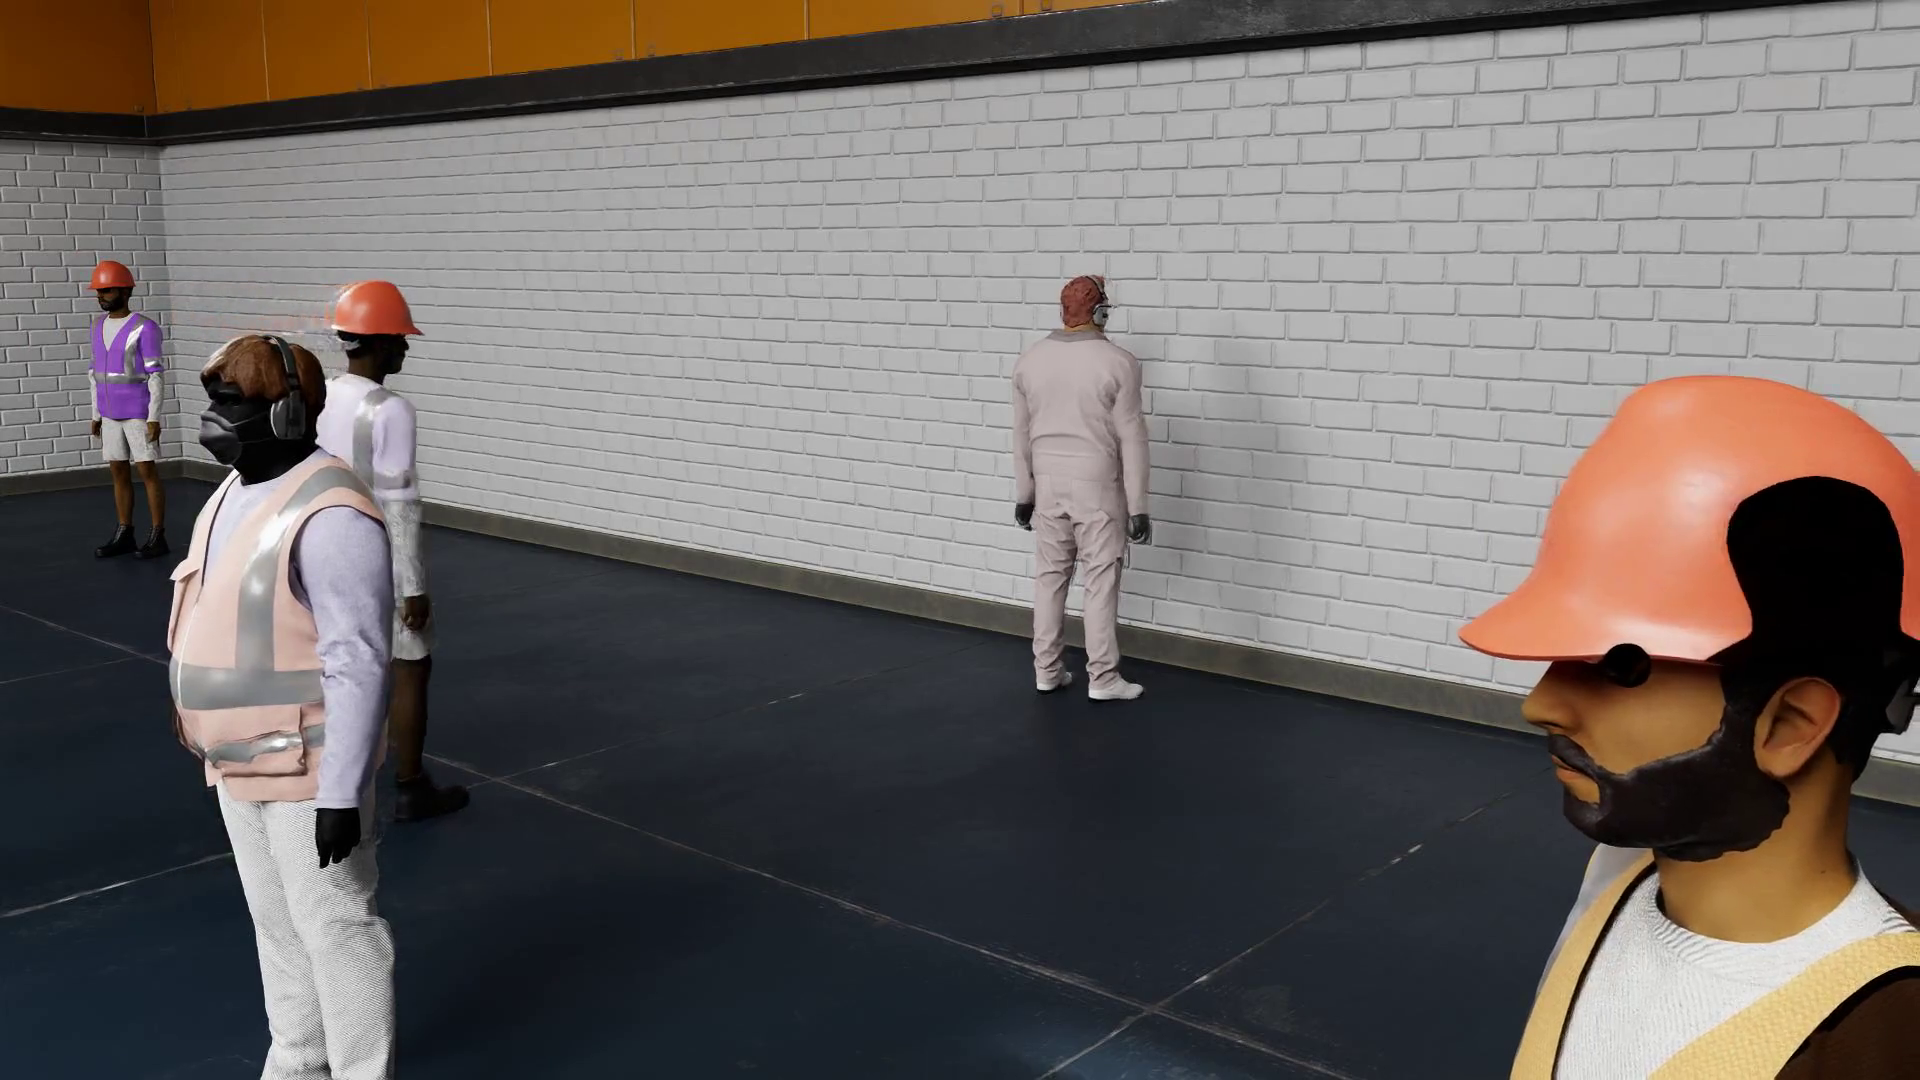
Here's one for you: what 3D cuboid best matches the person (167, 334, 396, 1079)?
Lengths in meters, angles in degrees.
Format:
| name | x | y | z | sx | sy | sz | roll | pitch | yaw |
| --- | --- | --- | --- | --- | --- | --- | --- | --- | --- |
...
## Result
| name | x | y | z | sx | sy | sz | roll | pitch | yaw |
| --- | --- | --- | --- | --- | --- | --- | --- | --- | --- |
| person | -1.452 | 0.484 | 3.588 | 0.625 | 1.845 | 0.429 | 10 | 14 | 43 |

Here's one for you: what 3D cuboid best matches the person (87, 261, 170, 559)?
| name | x | y | z | sx | sy | sz | roll | pitch | yaw |
| --- | --- | --- | --- | --- | --- | --- | --- | --- | --- |
| person | -5.441 | -0.837 | 10.836 | 0.542 | 1.939 | 0.361 | 3 | 10 | 16 |

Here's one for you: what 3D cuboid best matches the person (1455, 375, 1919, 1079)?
| name | x | y | z | sx | sy | sz | roll | pitch | yaw |
| --- | --- | --- | --- | --- | --- | --- | --- | --- | --- |
| person | 0.515 | 0.849 | 1.240 | 0.359 | 1.938 | 0.545 | 0 | 10 | -2 |

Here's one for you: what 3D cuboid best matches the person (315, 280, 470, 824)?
| name | x | y | z | sx | sy | sz | roll | pitch | yaw |
| --- | --- | --- | --- | --- | --- | --- | --- | --- | --- |
| person | -2.046 | 0.081 | 5.676 | 0.555 | 1.917 | 0.656 | 7 | 12 | 36 |

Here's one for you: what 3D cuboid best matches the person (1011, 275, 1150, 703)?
| name | x | y | z | sx | sy | sz | roll | pitch | yaw |
| --- | --- | --- | --- | --- | --- | --- | --- | --- | --- |
| person | 0.550 | -0.222 | 7.460 | 0.685 | 1.902 | 0.405 | 7 | 12 | 34 |
